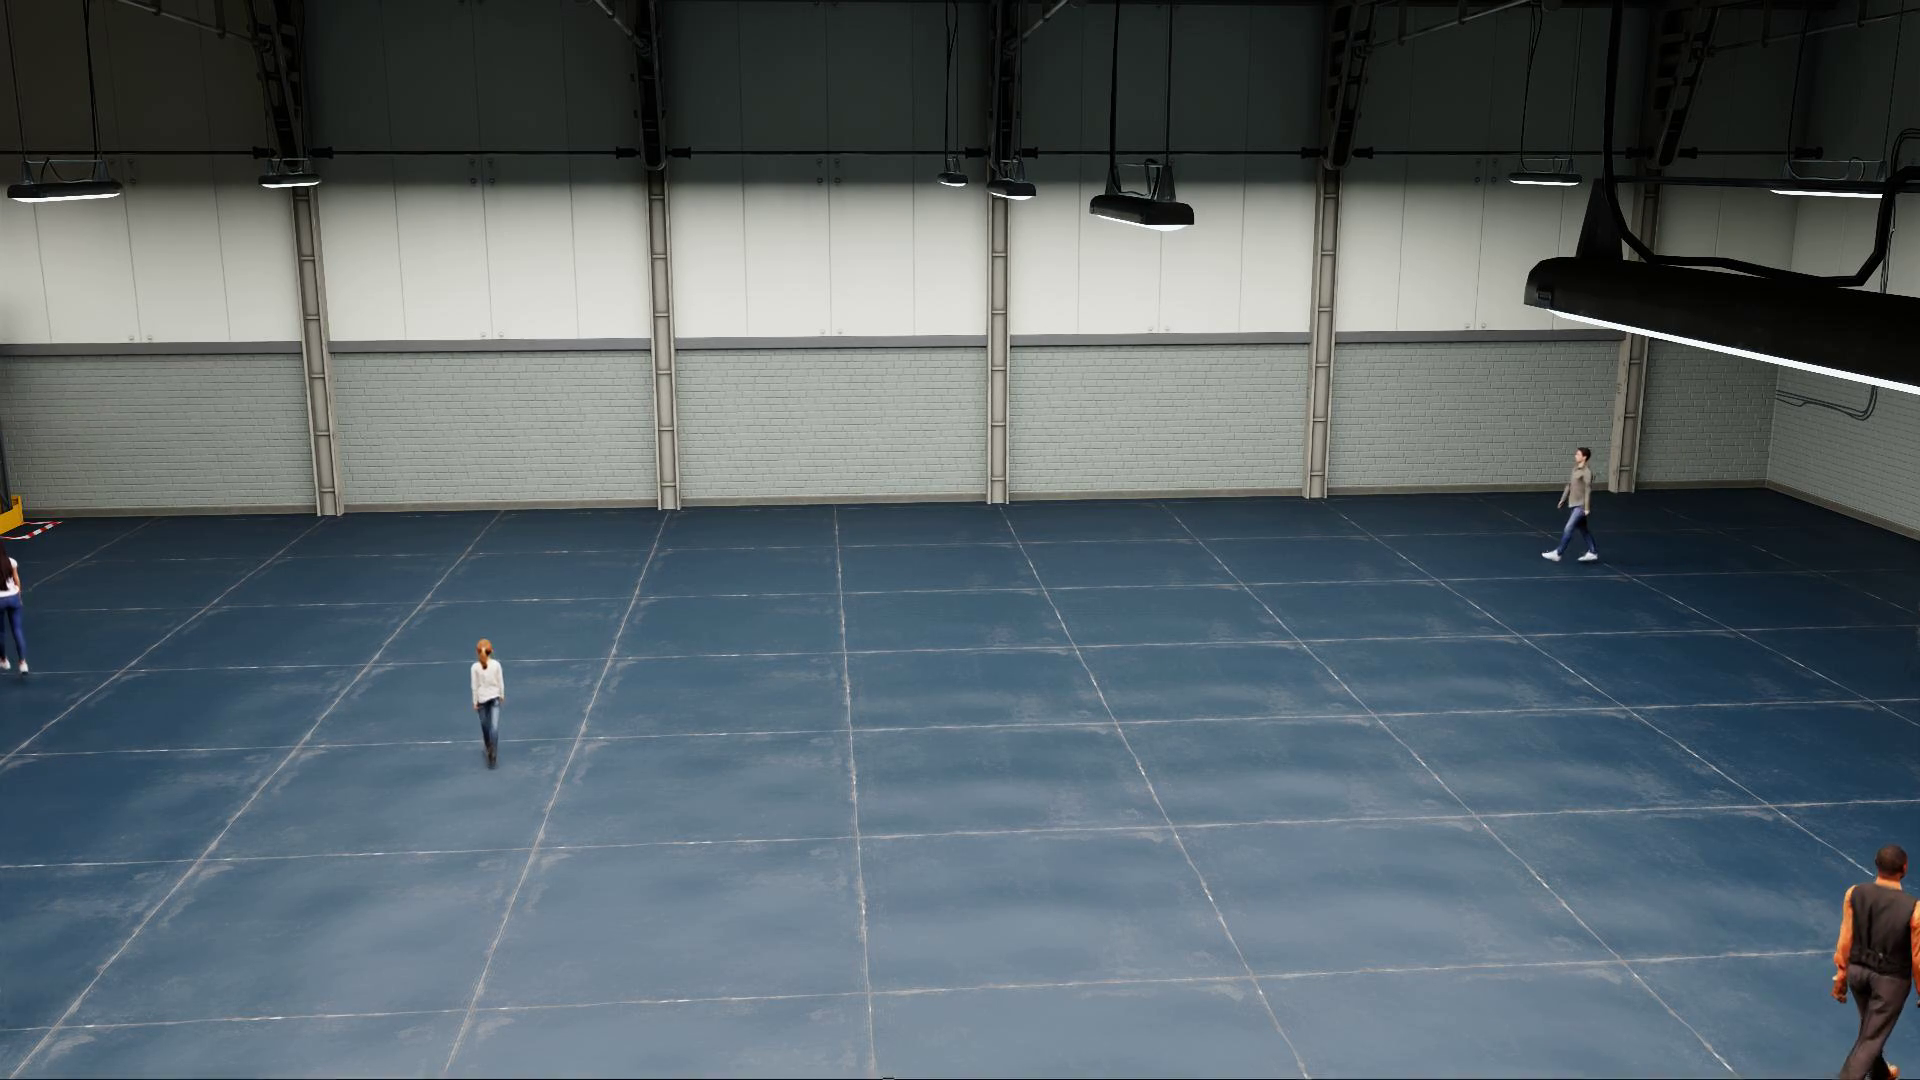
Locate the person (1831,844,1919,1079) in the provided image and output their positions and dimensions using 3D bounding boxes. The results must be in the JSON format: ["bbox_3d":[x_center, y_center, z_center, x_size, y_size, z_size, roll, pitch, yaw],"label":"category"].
[{"bbox_3d":[5.965,2.952,10.877,1.386,1.861,1.092,-8,15,-31],"label":"person"}]

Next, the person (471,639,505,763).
[{"bbox_3d":[-4.956,1.715,17.505,0.924,1.283,0.698,-5,14,-20],"label":"person"}]

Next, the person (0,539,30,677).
[{"bbox_3d":[-11.615,0.837,20.290,1.145,1.736,1.066,-10,16,-36],"label":"person"}]

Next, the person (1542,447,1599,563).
[{"bbox_3d":[9.749,-0.515,25.950,1.176,1.817,0.771,0,13,0],"label":"person"}]
